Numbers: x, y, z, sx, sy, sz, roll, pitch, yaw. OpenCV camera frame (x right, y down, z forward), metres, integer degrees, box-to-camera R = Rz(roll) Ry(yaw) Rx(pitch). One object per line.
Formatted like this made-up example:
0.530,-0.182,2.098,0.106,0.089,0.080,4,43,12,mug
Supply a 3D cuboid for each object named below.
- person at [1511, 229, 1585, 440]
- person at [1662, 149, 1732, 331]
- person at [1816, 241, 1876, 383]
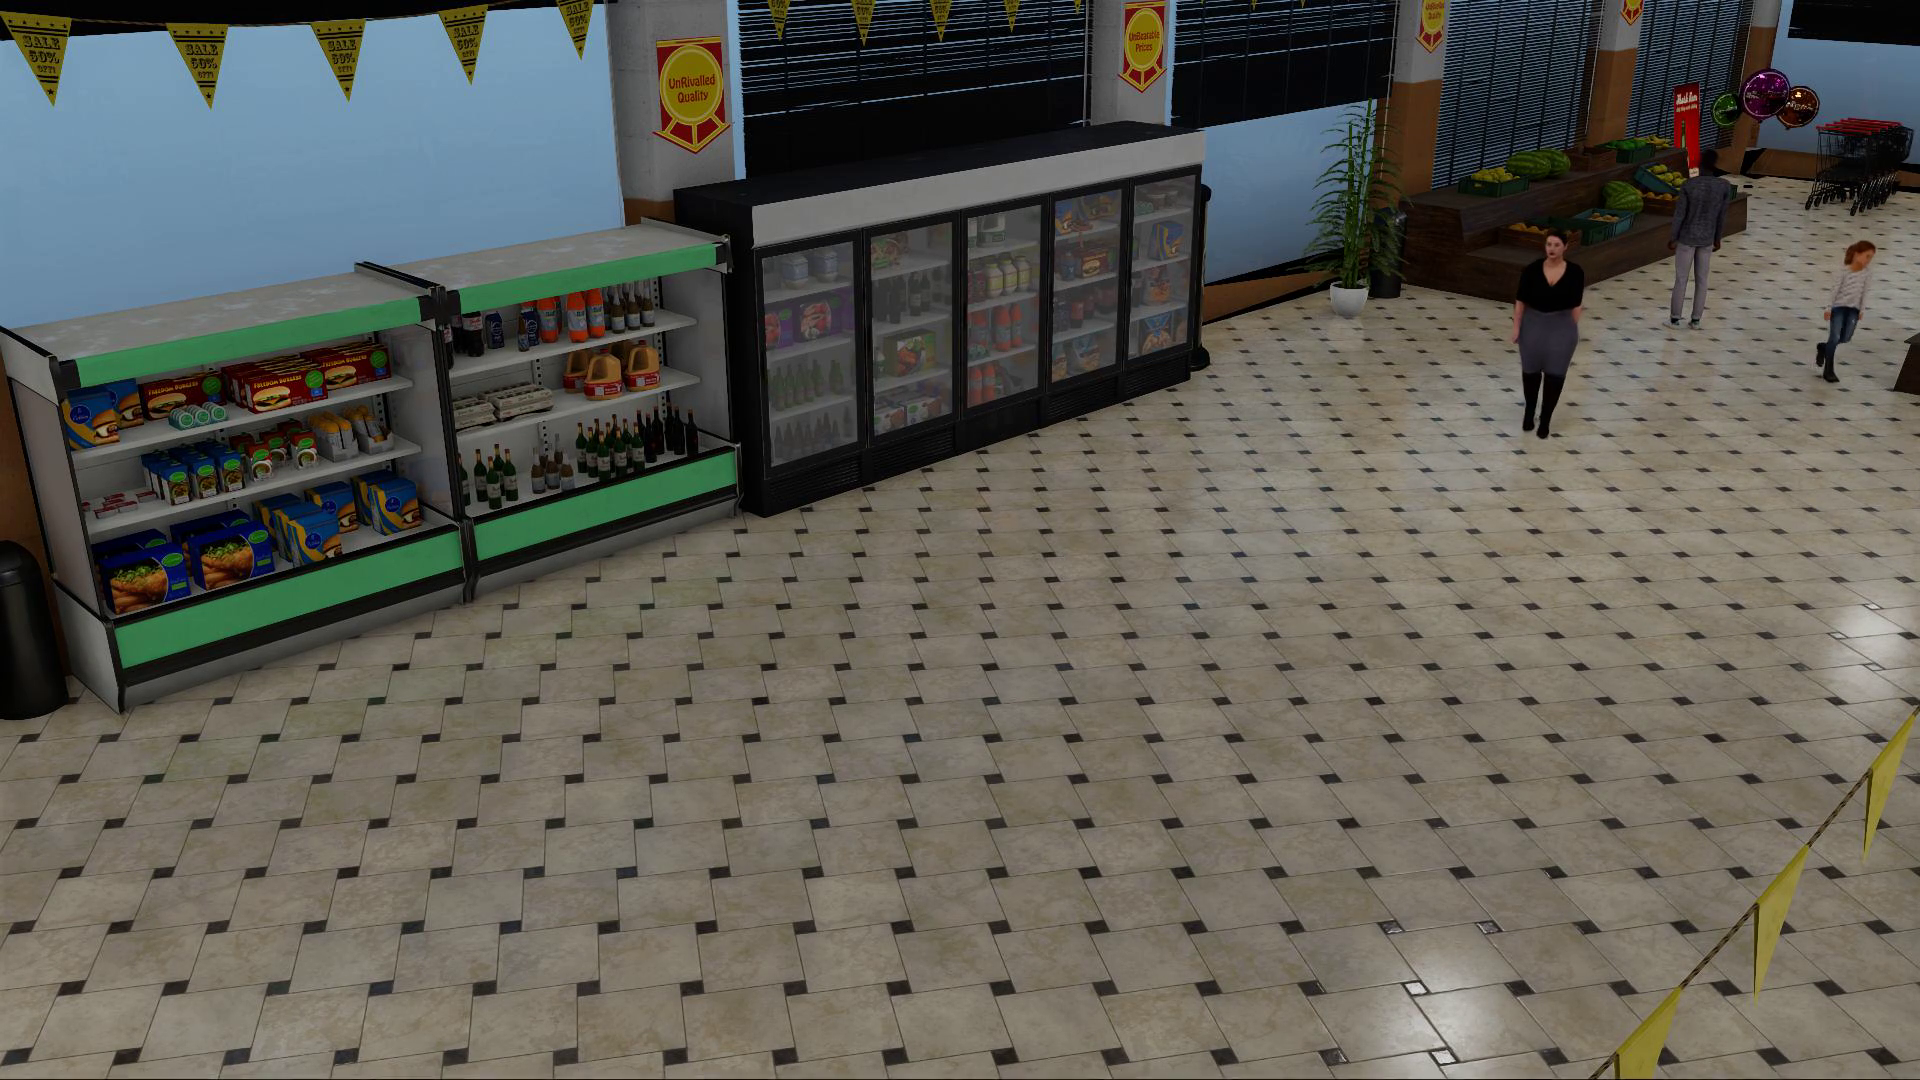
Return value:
4.895,-1.735,13.857,0.796,1.739,0.833,10,24,24,person
7.560,-3.080,17.073,0.751,1.839,0.786,2,22,5,person
8.209,-2.145,15.464,0.772,1.303,0.845,2,22,5,person
